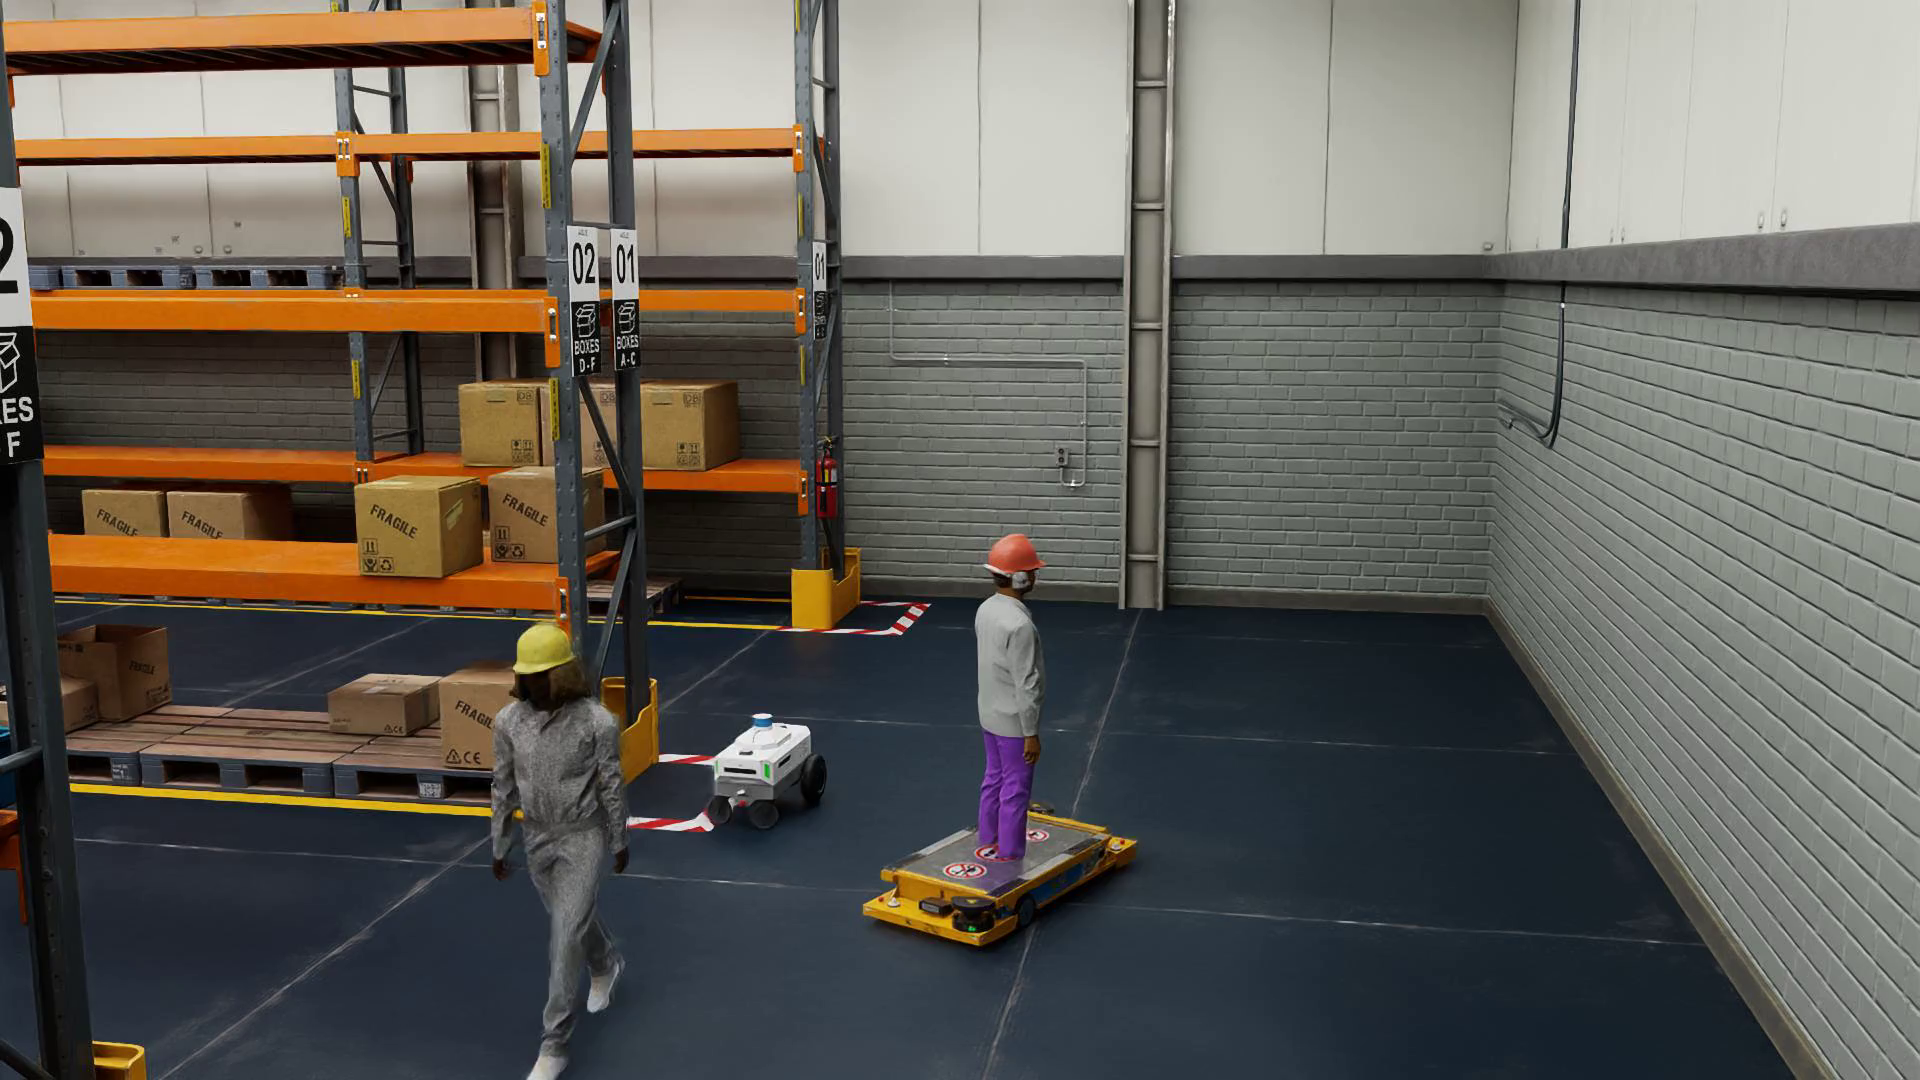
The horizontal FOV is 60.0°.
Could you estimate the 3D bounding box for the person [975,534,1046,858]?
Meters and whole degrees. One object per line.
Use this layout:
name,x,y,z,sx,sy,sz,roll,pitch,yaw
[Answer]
person,0.260,0.840,7.950,0.322,1.755,0.563,-3,10,-20

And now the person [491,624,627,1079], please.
person,-1.504,1.119,6.397,0.495,1.696,0.889,2,9,13

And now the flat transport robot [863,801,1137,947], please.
flat transport robot,0.225,1.572,8.003,0.652,0.197,1.431,6,11,34

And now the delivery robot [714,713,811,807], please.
delivery robot,-1.081,1.199,9.148,0.477,0.478,0.707,2,9,14
